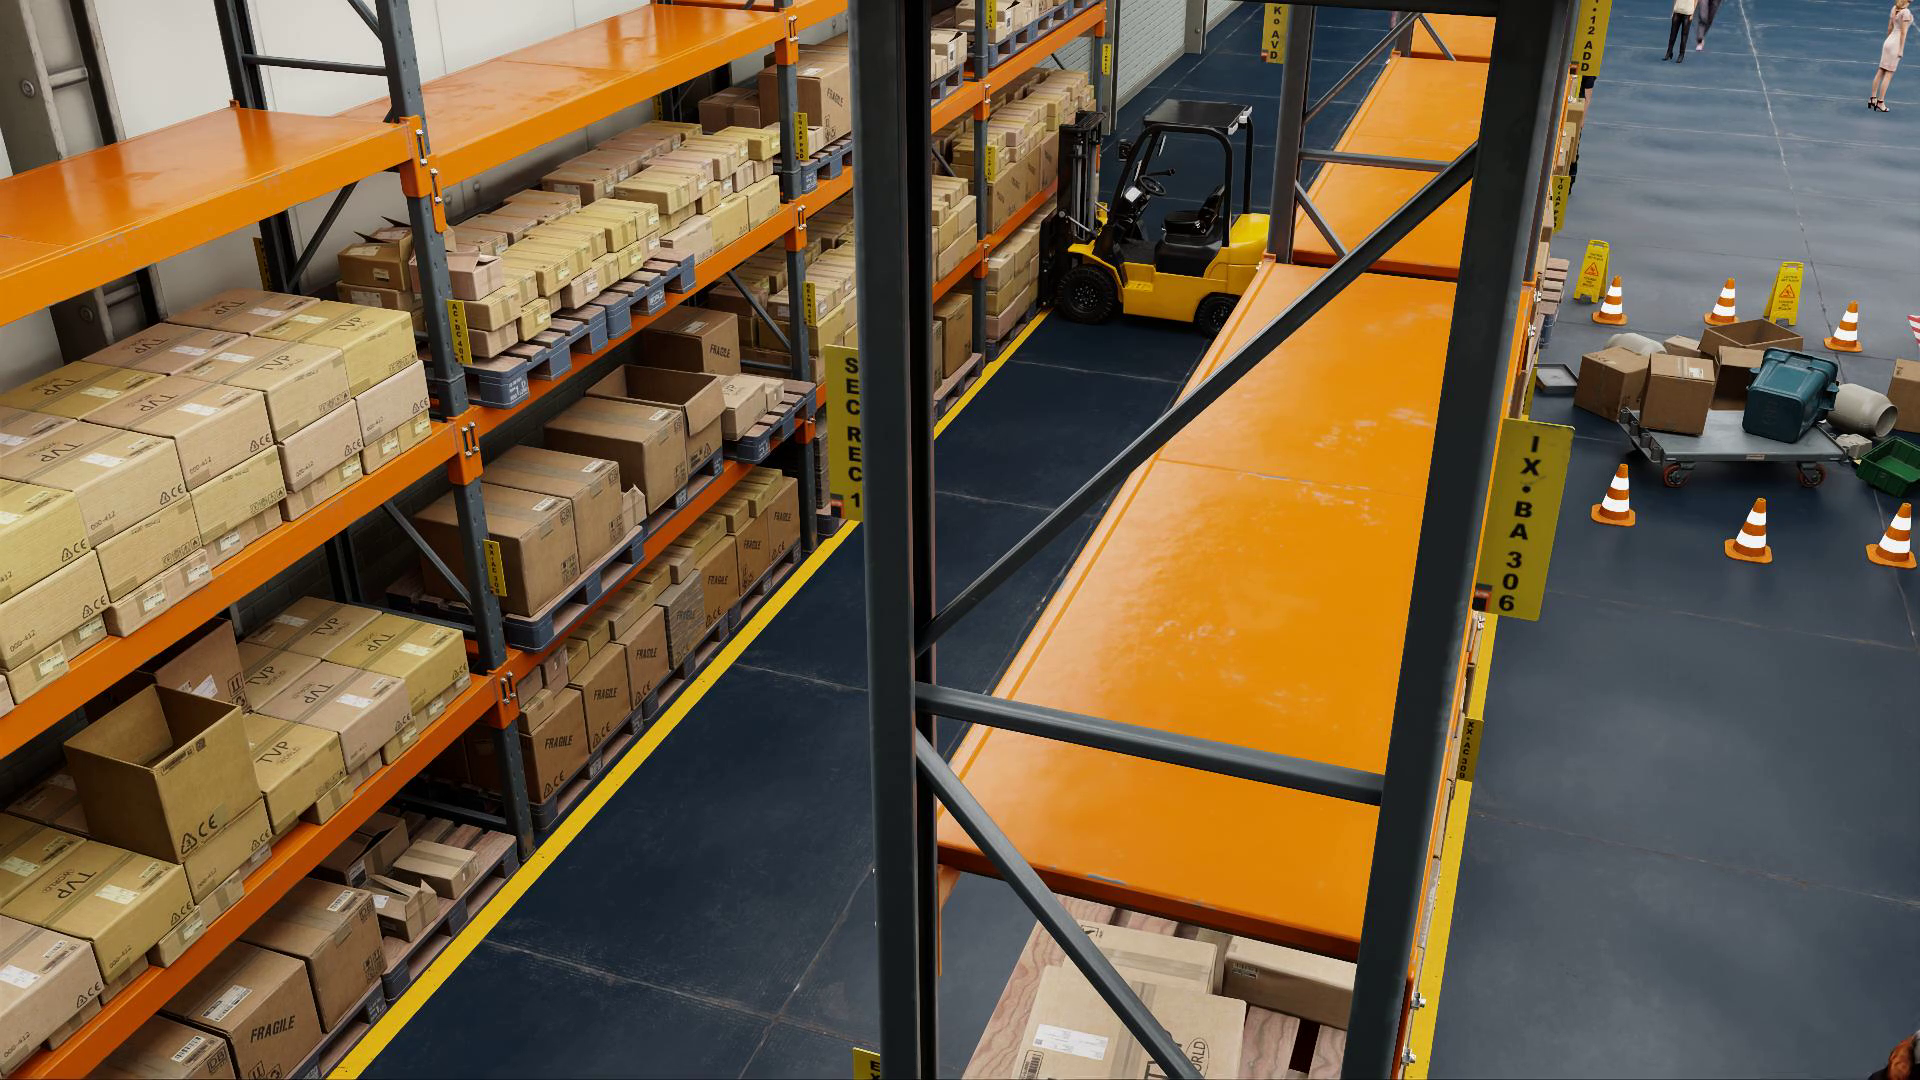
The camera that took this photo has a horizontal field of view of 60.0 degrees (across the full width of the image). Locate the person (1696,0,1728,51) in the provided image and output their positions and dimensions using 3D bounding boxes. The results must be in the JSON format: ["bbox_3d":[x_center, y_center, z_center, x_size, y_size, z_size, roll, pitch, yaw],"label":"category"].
[{"bbox_3d":[13.196,-9.587,29.234,0.710,1.819,1.117,9,29,16],"label":"person"}]

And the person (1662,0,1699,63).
[{"bbox_3d":[12.332,-8.982,28.344,0.645,1.588,0.662,-24,36,-38],"label":"person"}]

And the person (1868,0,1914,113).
[{"bbox_3d":[14.134,-7.454,25.218,0.697,1.830,0.557,-1,28,-1],"label":"person"}]
